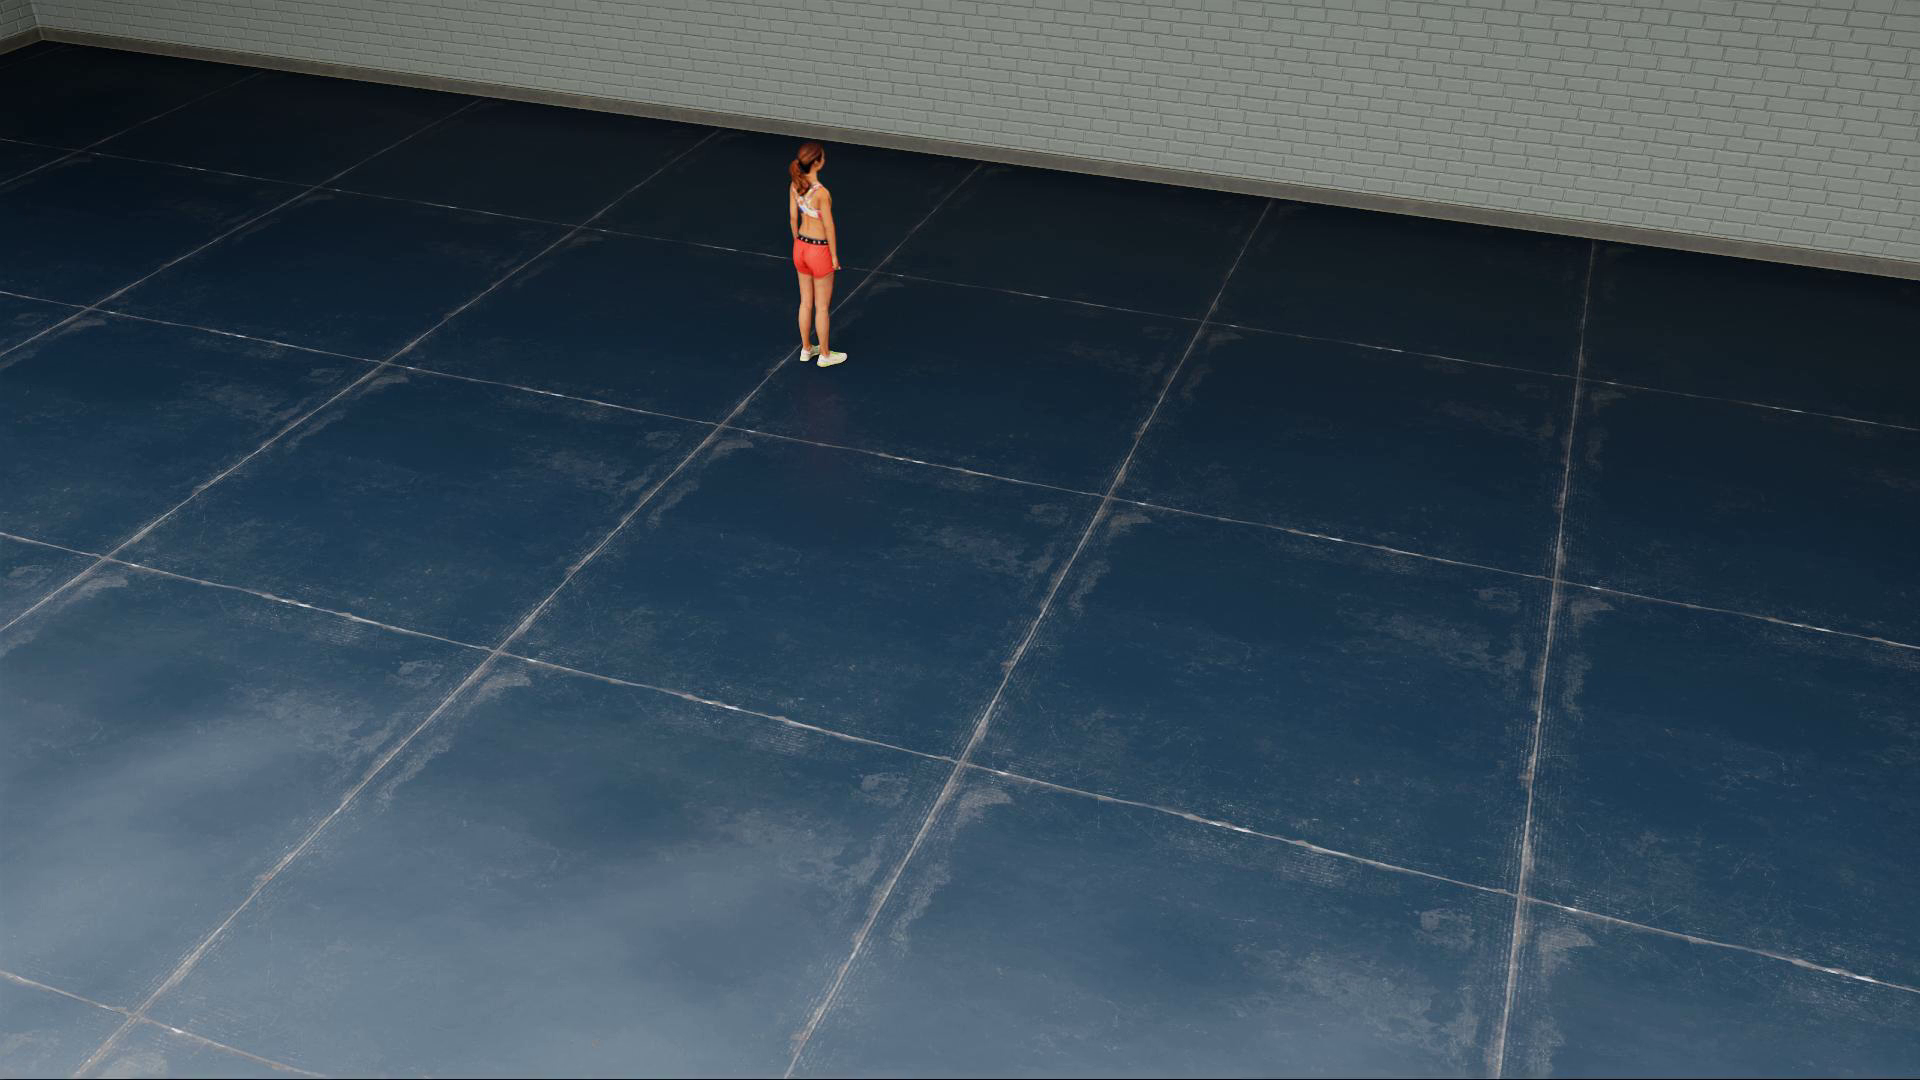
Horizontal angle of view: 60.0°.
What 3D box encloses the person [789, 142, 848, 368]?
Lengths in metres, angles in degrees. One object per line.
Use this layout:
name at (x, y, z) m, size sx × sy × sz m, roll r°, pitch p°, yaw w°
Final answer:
person at (-1.134, -2.208, 12.886) m, size 0.653 × 1.789 × 0.641 m, roll 25°, pitch 40°, yaw 33°
